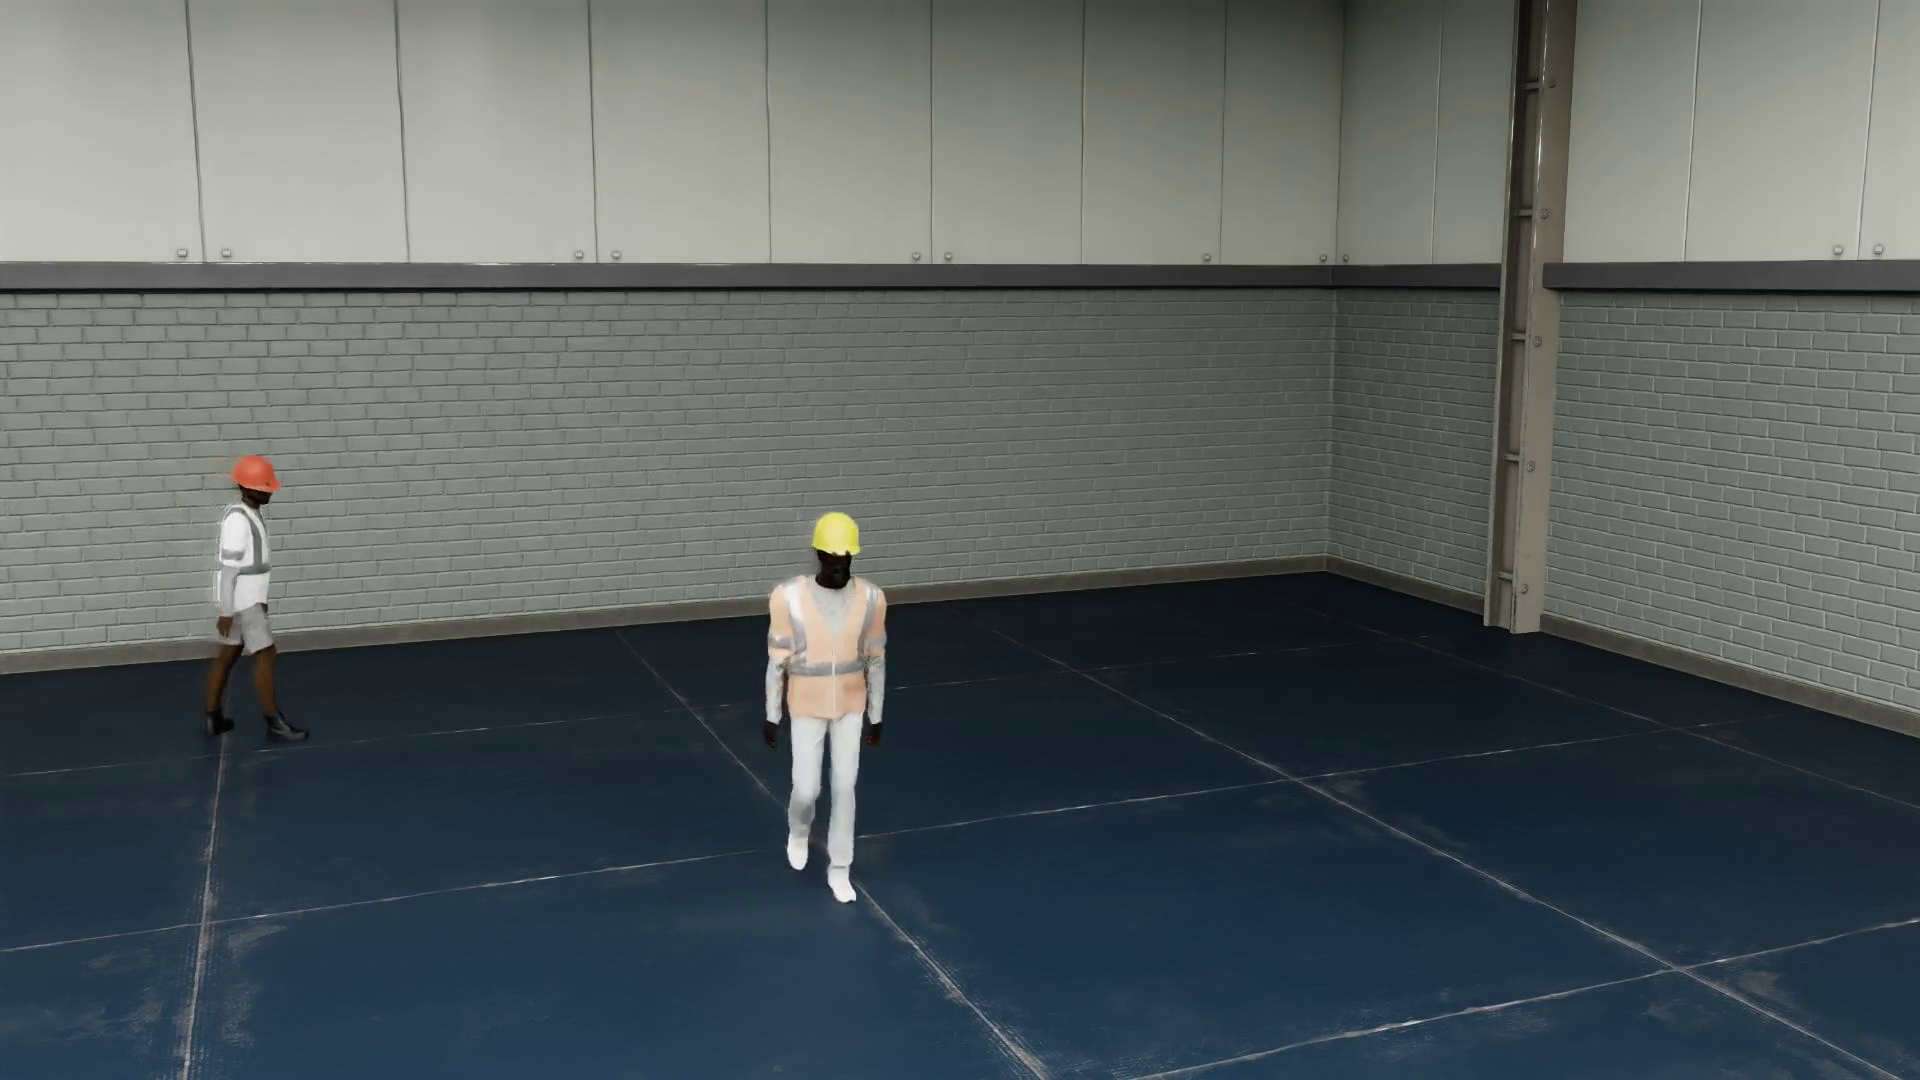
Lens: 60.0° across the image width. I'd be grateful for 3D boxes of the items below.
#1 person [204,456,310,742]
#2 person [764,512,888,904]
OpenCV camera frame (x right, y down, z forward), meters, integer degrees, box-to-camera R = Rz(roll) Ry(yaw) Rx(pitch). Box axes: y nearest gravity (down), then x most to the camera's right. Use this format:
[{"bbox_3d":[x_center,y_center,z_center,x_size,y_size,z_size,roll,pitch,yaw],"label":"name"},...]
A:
[{"bbox_3d":[-4.660,0.383,10.833,0.688,1.886,0.610,-3,9,-17],"label":"person"},{"bbox_3d":[-0.658,0.797,8.104,0.624,1.911,0.550,-3,10,-18],"label":"person"}]
